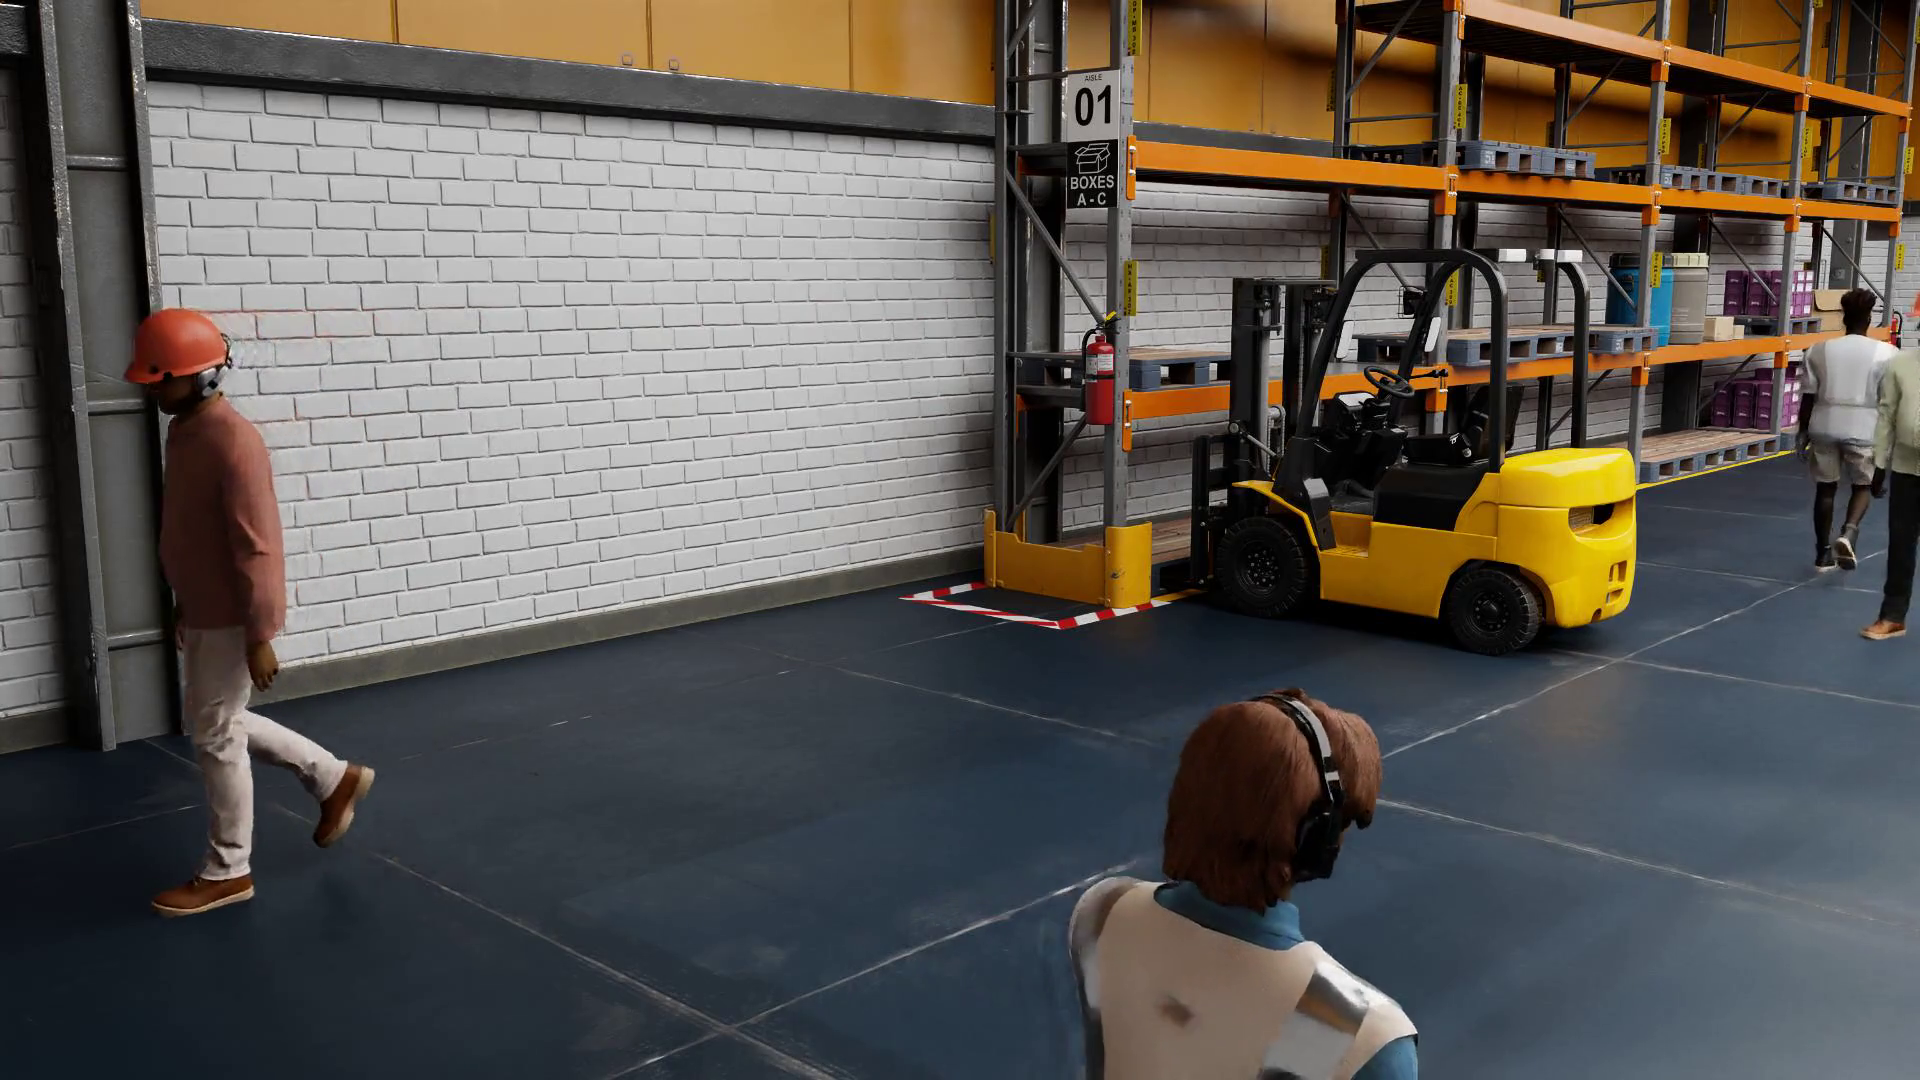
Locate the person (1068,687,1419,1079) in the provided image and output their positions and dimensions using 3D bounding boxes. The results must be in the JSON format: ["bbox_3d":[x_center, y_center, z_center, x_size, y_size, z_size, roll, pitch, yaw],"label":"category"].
[{"bbox_3d":[0.286,0.964,1.976,0.517,1.591,0.858,9,13,44],"label":"person"}]

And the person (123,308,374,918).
[{"bbox_3d":[-2.306,0.226,5.400,0.694,1.953,0.673,-7,12,-38],"label":"person"}]

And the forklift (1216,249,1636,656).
[{"bbox_3d":[2.710,-0.584,9.626,2.313,2.155,1.214,9,13,43],"label":"forklift"}]

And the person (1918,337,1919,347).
[{"bbox_3d":[9.638,-1.552,16.465,0.456,1.900,0.597,3,10,20],"label":"person"}]

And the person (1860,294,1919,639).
[{"bbox_3d":[5.331,-0.408,9.149,0.387,1.992,0.625,-6,11,-31],"label":"person"}]

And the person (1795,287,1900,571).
[{"bbox_3d":[5.967,-0.721,11.225,0.619,1.952,0.514,7,11,36],"label":"person"}]
